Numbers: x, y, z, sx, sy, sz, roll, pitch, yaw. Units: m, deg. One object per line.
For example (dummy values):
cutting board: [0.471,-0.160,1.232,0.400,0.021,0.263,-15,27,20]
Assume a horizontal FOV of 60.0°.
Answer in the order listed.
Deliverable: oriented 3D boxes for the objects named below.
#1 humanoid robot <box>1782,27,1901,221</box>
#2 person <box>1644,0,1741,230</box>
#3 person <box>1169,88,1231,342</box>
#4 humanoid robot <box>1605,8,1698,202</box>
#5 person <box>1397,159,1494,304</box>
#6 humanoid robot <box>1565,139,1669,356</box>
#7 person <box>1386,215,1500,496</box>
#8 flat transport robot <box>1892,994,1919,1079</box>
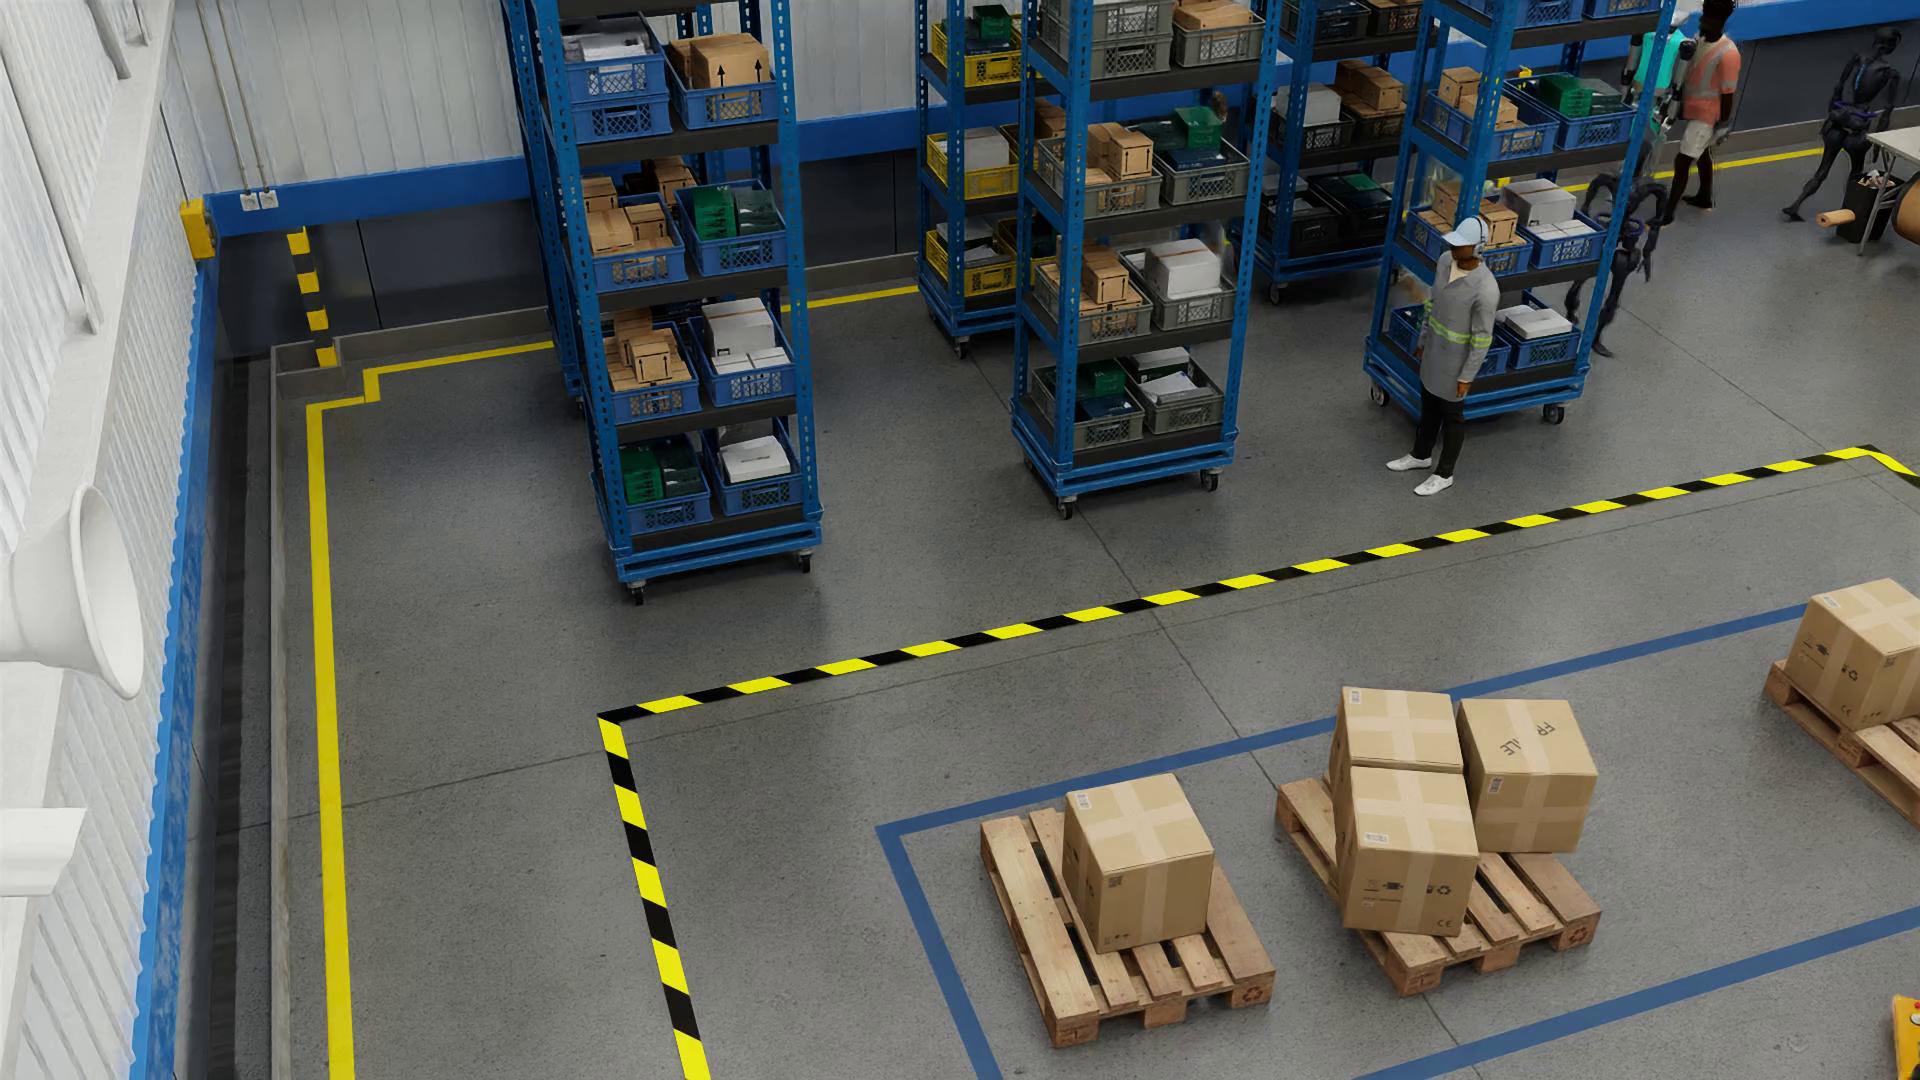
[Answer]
humanoid robot: [7.327,-3.398,13.708,0.760,1.651,0.609,-14,38,-19]
person: [6.108,-3.526,13.637,0.732,1.919,0.668,-1,35,-2]
person: [1.732,-2.301,11.894,0.512,1.937,0.627,-20,40,-26]
humanoid robot: [5.852,-3.667,13.964,0.563,1.742,0.849,26,43,32]
person: [3.573,-2.377,12.085,0.510,1.824,0.623,14,38,19]
humanoid robot: [4.631,-2.102,11.820,0.599,1.646,0.443,13,37,18]
person: [3.011,-1.142,10.302,0.375,1.852,0.588,-11,37,-16]
flat transport robot: [4.639,2.282,6.795,1.431,0.197,0.652,13,37,17]
